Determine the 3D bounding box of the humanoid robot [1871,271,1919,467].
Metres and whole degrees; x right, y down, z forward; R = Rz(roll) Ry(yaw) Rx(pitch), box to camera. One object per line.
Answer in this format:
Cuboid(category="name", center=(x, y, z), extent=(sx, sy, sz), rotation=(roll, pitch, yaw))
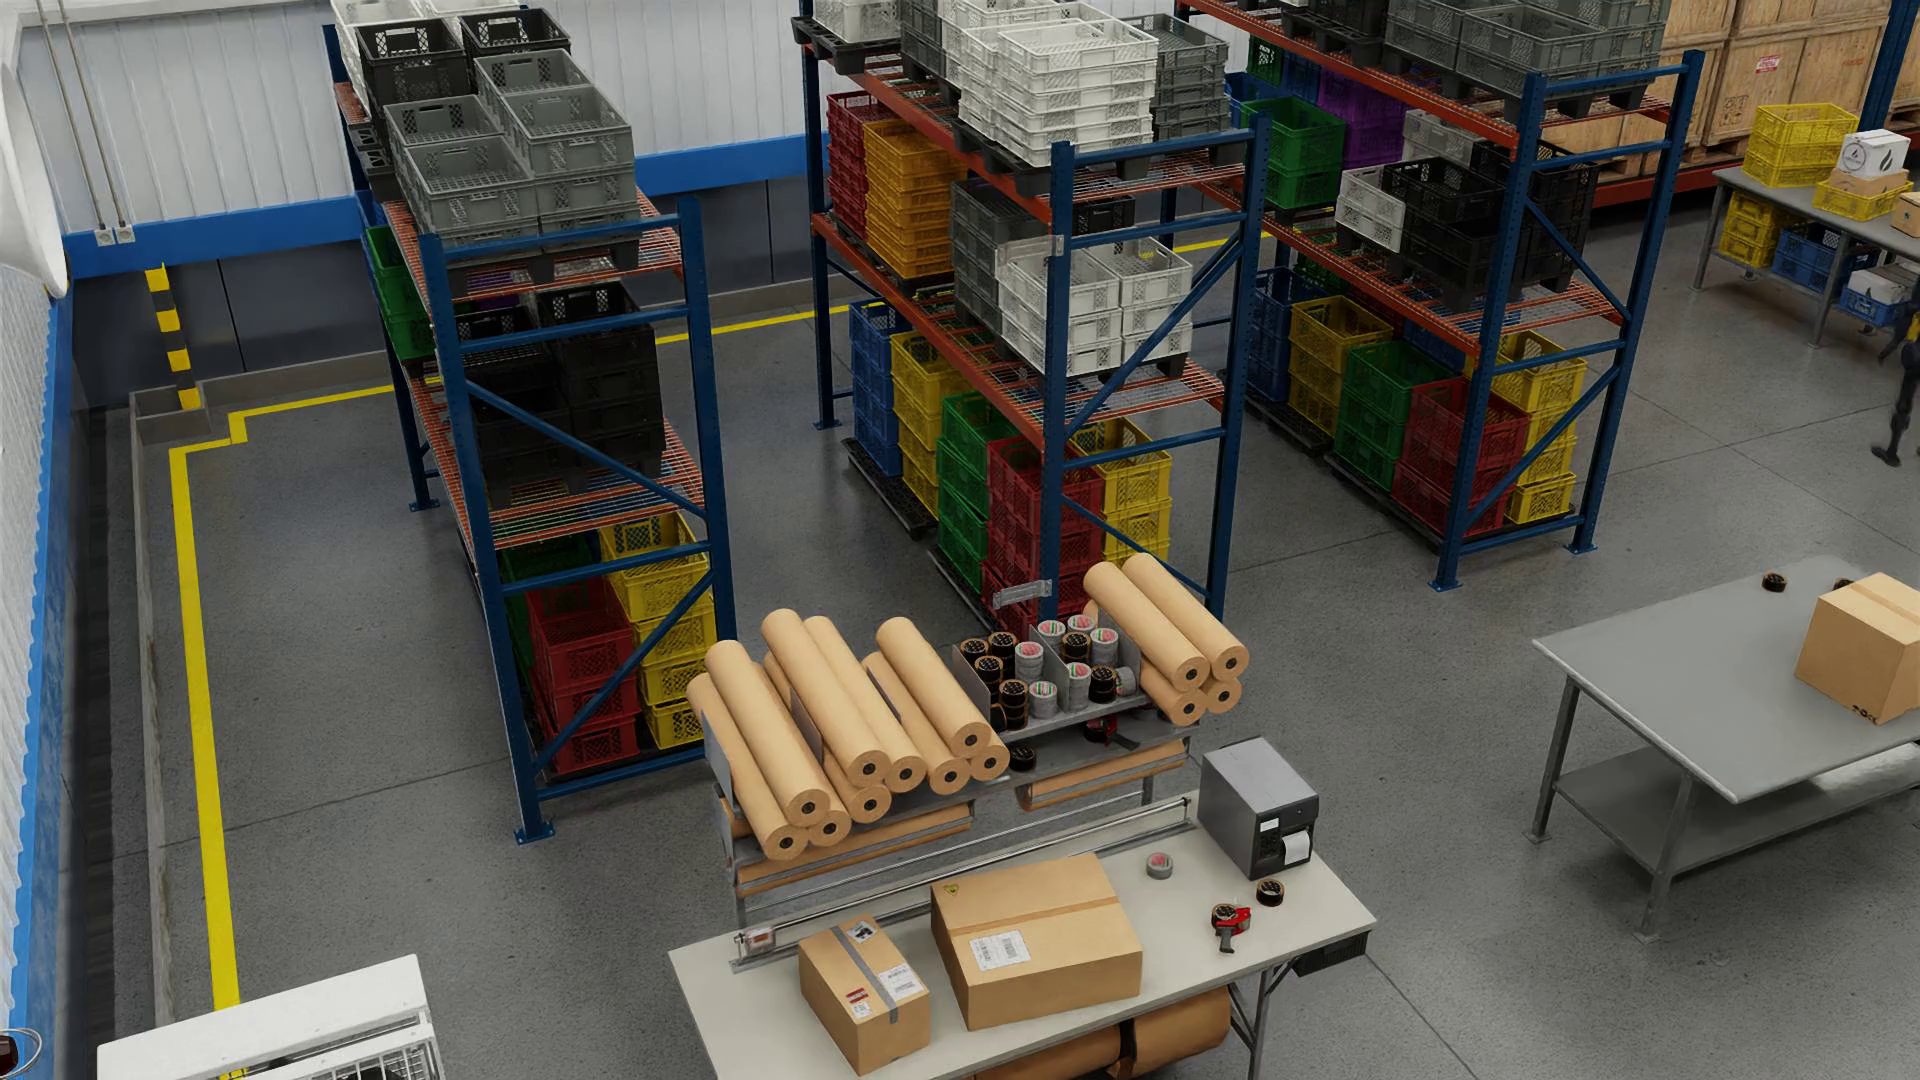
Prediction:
Cuboid(category="humanoid robot", center=(6.274, -1.267, 10.676), extent=(0.601, 1.658, 0.341), rotation=(1, 32, 2))
